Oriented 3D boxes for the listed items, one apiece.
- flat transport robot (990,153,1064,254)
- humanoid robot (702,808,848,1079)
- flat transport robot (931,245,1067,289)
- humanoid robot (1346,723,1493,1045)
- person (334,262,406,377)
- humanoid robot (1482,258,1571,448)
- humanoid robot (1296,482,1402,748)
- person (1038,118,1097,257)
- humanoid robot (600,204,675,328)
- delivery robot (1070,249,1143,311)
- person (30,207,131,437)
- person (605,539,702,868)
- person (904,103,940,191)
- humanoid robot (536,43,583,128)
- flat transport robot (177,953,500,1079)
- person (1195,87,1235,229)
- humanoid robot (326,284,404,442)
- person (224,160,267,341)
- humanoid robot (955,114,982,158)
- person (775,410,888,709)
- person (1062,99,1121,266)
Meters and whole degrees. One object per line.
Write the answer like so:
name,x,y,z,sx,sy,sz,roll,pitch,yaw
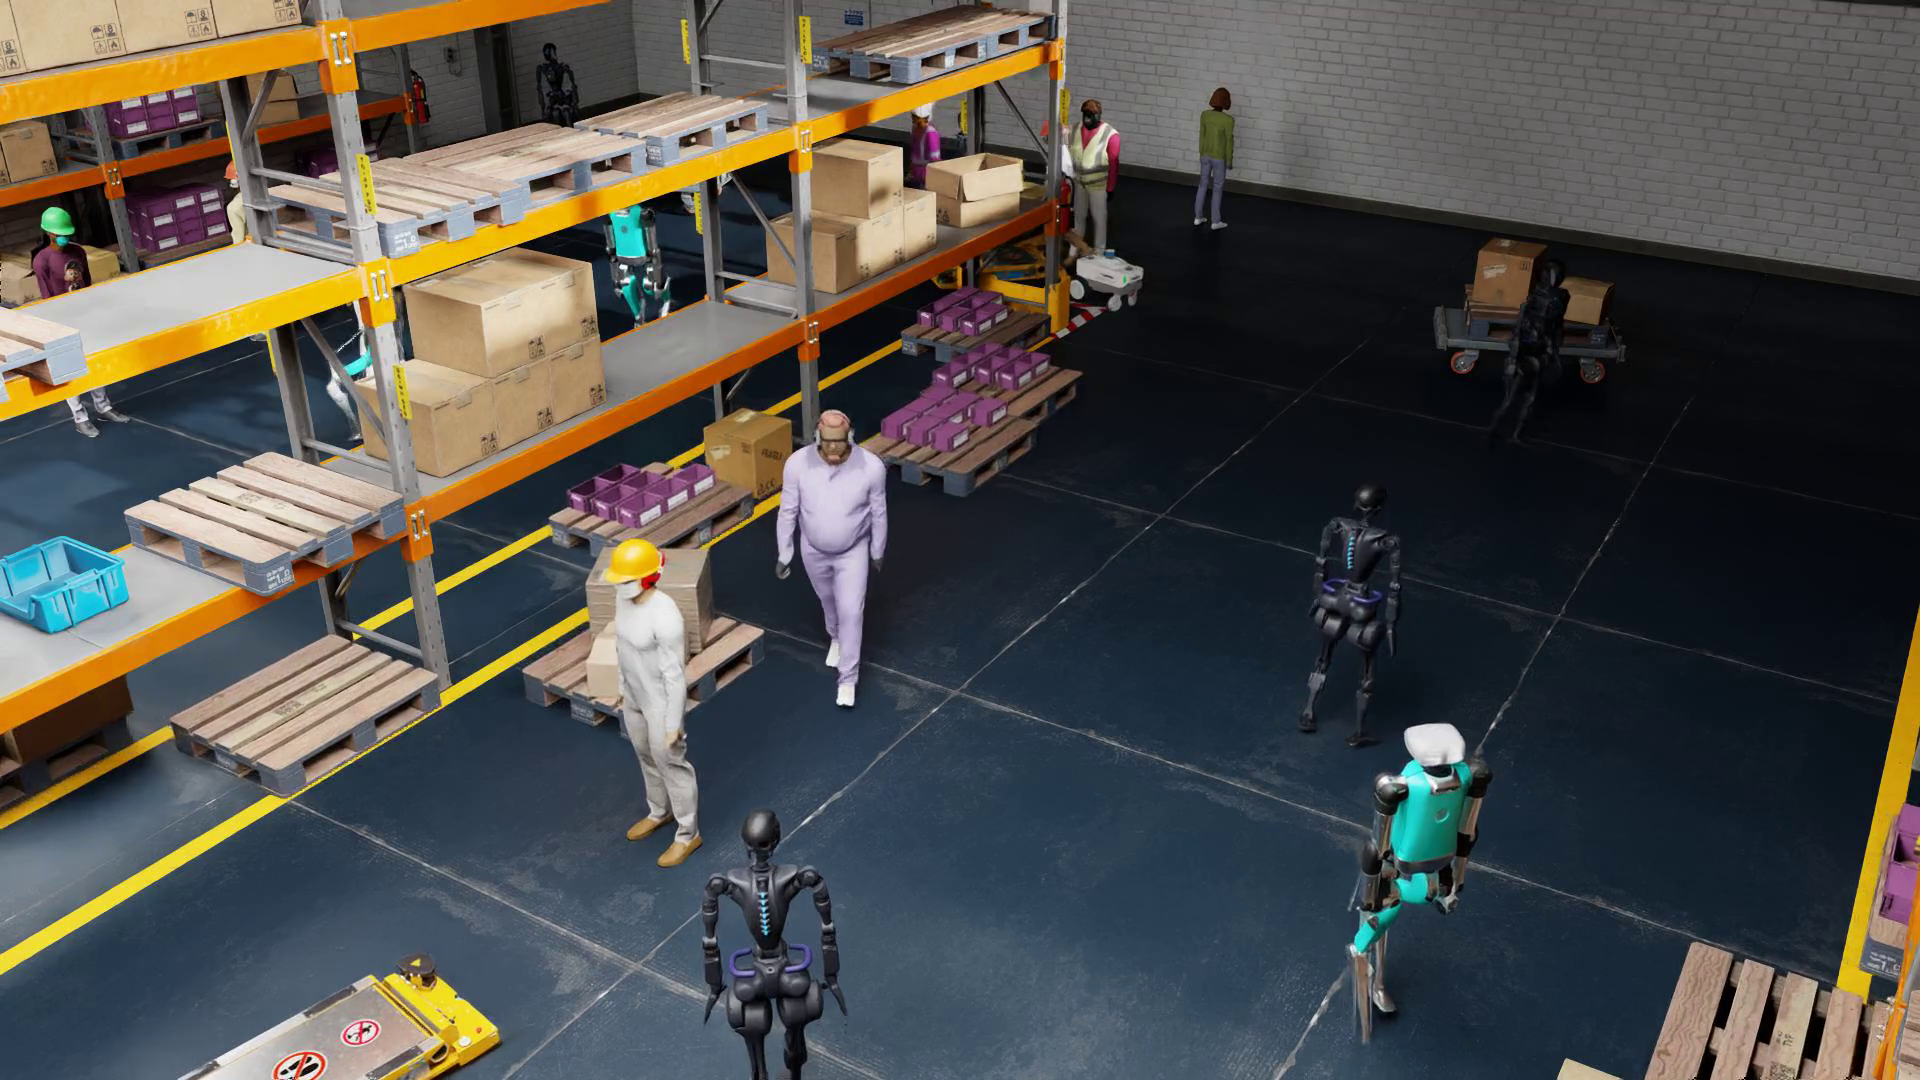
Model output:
flat transport robot,0.417,-3.411,18.919,1.431,0.231,0.659,22,34,36
humanoid robot,-0.777,1.903,6.955,0.612,1.637,0.711,-3,27,-6
flat transport robot,0.380,-2.950,18.010,1.431,0.231,0.659,-8,28,-15
humanoid robot,1.969,1.512,7.645,0.542,1.813,0.760,-7,28,-14
person,-5.214,-2.238,14.788,0.621,1.925,0.386,-1,27,-1
humanoid robot,4.667,-1.537,13.678,0.588,1.647,0.432,-15,31,-27
humanoid robot,2.288,0.428,9.789,0.602,1.635,0.380,22,34,37
person,1.128,-3.657,17.793,0.625,1.723,0.593,1,27,2
humanoid robot,-2.914,-2.424,15.376,0.545,1.801,0.837,7,28,14
delivery robot,1.519,-2.716,17.238,0.515,0.598,0.770,-24,36,-39
person,-7.448,-1.851,13.998,0.433,1.943,0.488,11,29,21
person,-1.629,0.838,8.762,0.373,1.889,0.573,-22,34,-36
person,-0.327,-4.055,18.493,0.837,1.812,0.609,-11,29,-20
humanoid robot,-5.257,-5.720,21.927,0.595,1.633,0.518,4,27,8
flat transport robot,-2.869,2.406,7.457,0.659,0.231,1.431,23,35,38
person,2.998,-4.485,19.537,0.286,1.627,0.496,-23,35,-37
humanoid robot,-4.873,-1.545,13.639,1.043,1.737,0.534,-22,34,-37
person,-6.812,-2.793,16.059,0.325,1.752,0.562,8,28,16
humanoid robot,0.141,-3.915,18.355,0.419,1.656,0.589,-10,29,-19
person,-0.795,0.092,10.260,0.660,1.857,0.973,3,27,6
person,1.407,-3.854,18.056,0.622,1.844,0.431,16,31,29
